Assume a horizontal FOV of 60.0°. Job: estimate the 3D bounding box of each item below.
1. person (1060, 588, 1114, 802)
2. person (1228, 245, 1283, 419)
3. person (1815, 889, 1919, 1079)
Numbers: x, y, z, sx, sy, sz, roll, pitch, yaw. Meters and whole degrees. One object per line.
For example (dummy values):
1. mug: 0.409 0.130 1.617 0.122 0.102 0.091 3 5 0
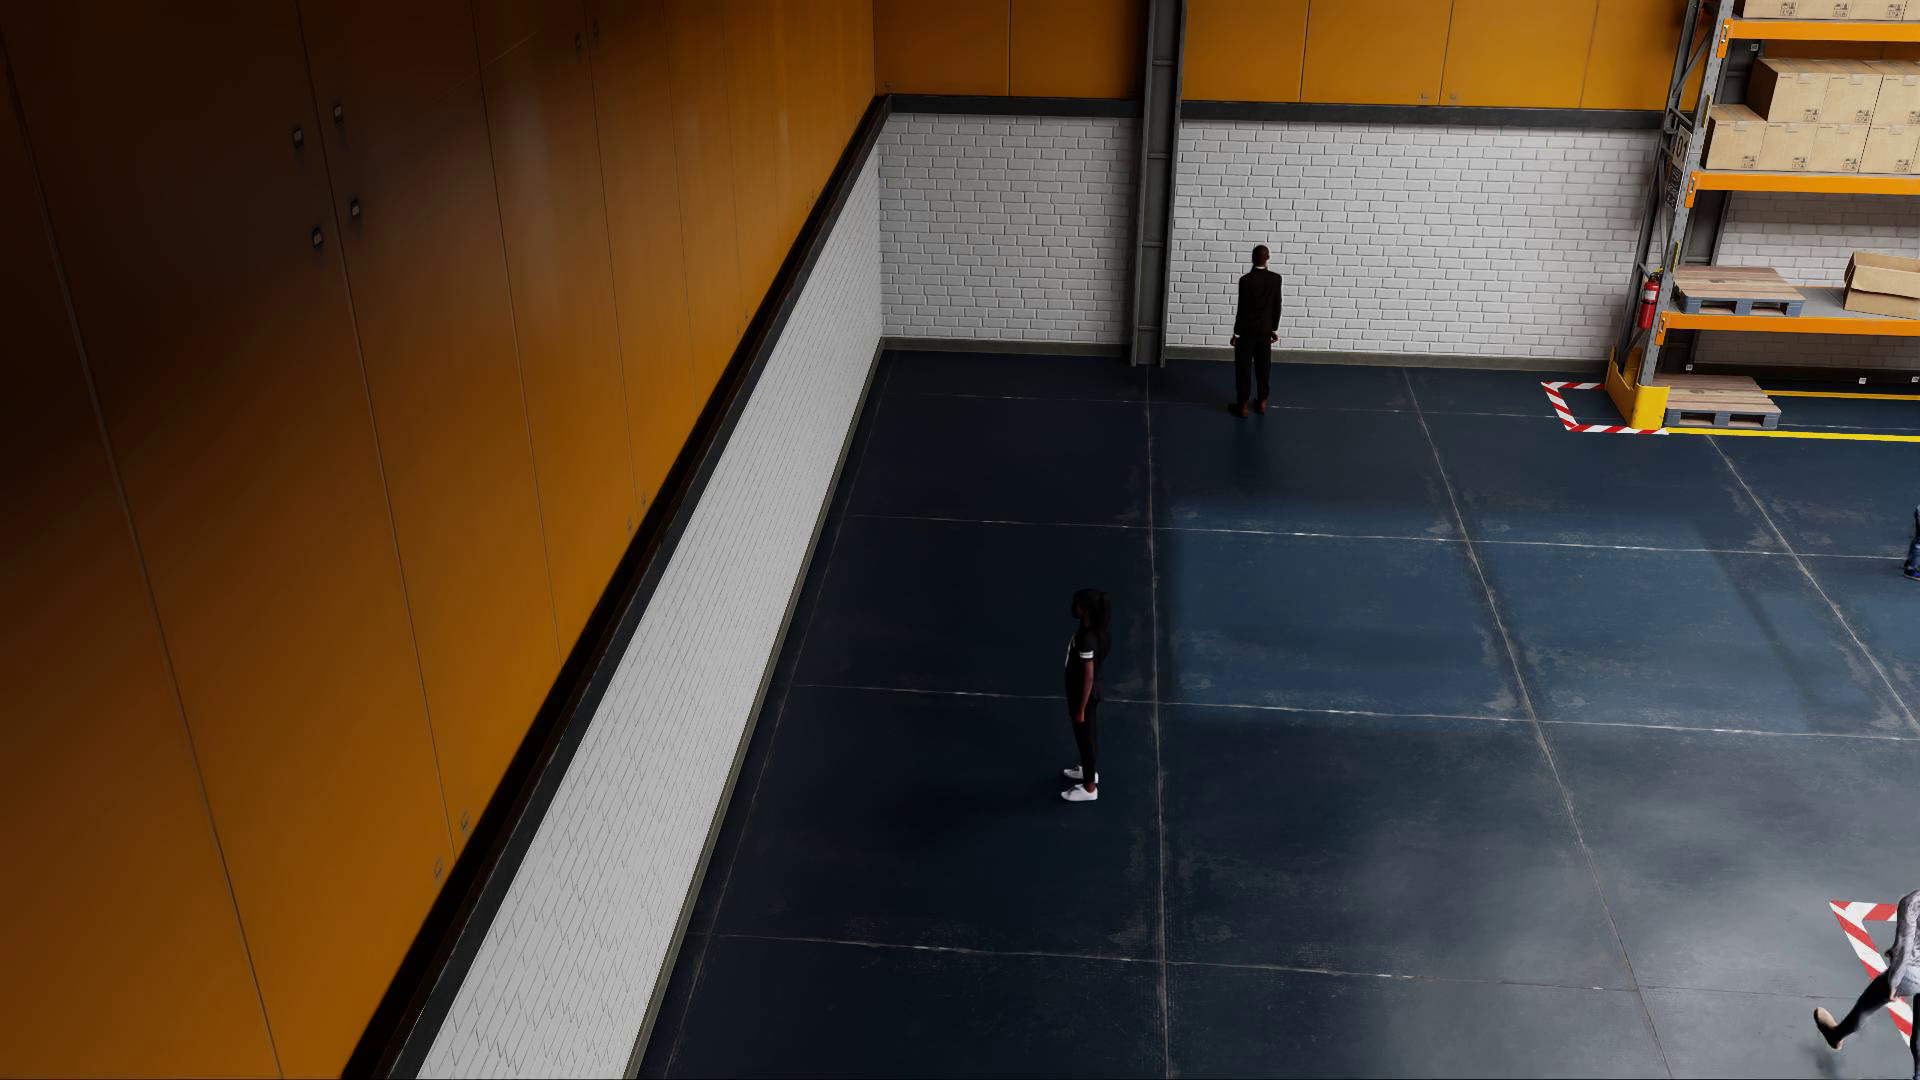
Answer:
1. person: 0.903 1.106 12.009 0.558 1.729 0.623 5 29 8
2. person: 3.192 -2.272 18.019 0.688 1.904 0.848 -8 30 -15
3. person: 5.422 2.567 9.334 1.211 1.726 0.858 -5 29 -8
